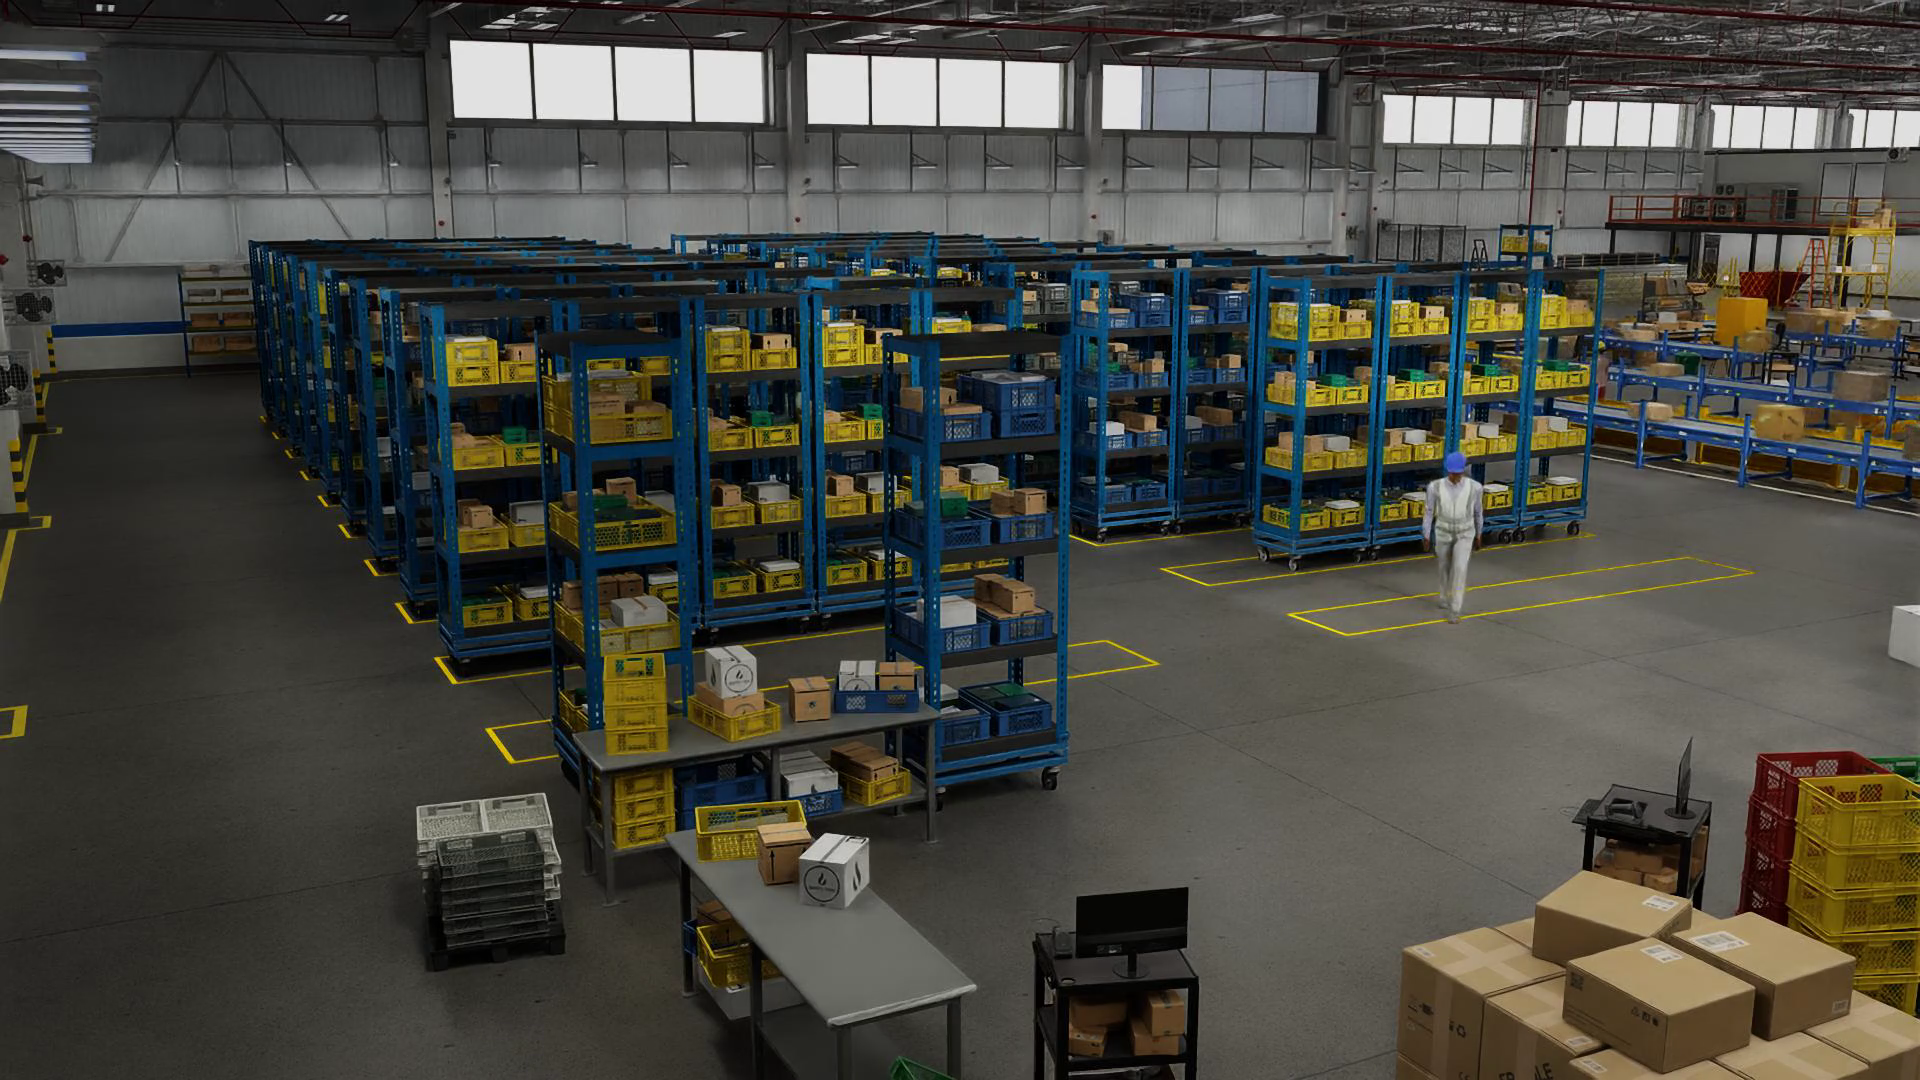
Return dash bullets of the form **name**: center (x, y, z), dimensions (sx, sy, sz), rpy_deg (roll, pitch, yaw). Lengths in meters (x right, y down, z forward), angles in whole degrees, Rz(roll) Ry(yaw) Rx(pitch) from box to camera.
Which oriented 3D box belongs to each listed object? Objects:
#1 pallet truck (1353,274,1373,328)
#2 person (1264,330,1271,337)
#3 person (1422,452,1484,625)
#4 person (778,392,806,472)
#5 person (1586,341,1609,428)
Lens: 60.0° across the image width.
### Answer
- **pallet truck**: center (13.011, -8.050, 55.243), dimensions (0.823, 1.965, 1.885), rpy_deg (-7, 14, -28)
- **person**: center (8.197, -5.524, 43.751), dimensions (0.648, 1.869, 0.955), rpy_deg (7, 14, 28)
- **person**: center (5.414, -0.084, 18.278), dimensions (0.638, 1.889, 0.942), rpy_deg (4, 13, 20)
- **person**: center (-2.645, -1.766, 26.350), dimensions (0.596, 1.788, 0.944), rpy_deg (-7, 14, -31)
- **person**: center (12.152, -2.916, 31.774), dimensions (0.535, 1.767, 0.315), rpy_deg (-8, 14, -33)
